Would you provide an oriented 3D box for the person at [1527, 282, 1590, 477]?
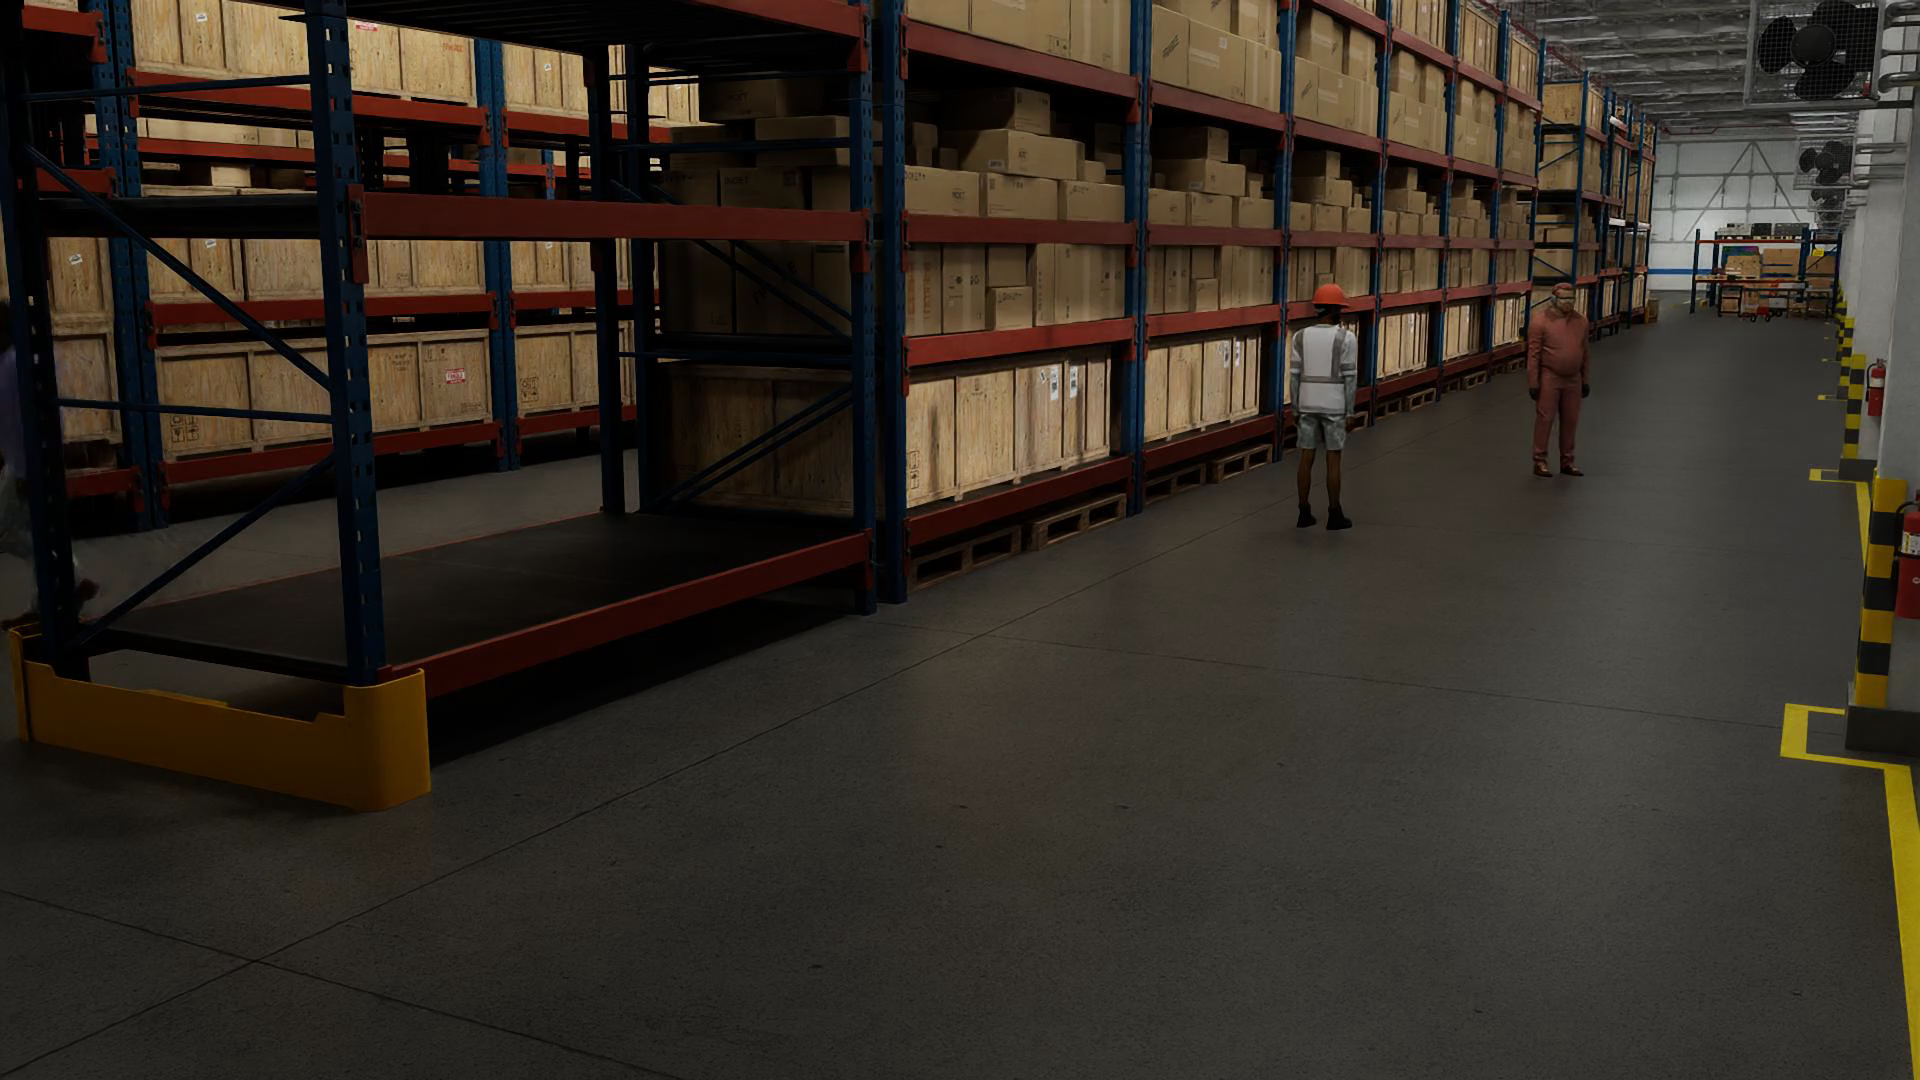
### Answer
[{"bbox_3d":[5.835,-1.553,16.209,0.650,1.894,0.402,-2,10,-13],"label":"person"}]

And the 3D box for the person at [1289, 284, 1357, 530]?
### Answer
[{"bbox_3d":[2.875,-1.046,13.143,0.545,1.933,0.376,7,12,36],"label":"person"}]

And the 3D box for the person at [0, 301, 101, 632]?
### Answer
[{"bbox_3d":[-5.335,-0.411,9.503,0.471,1.919,0.643,-5,11,-26],"label":"person"}]
